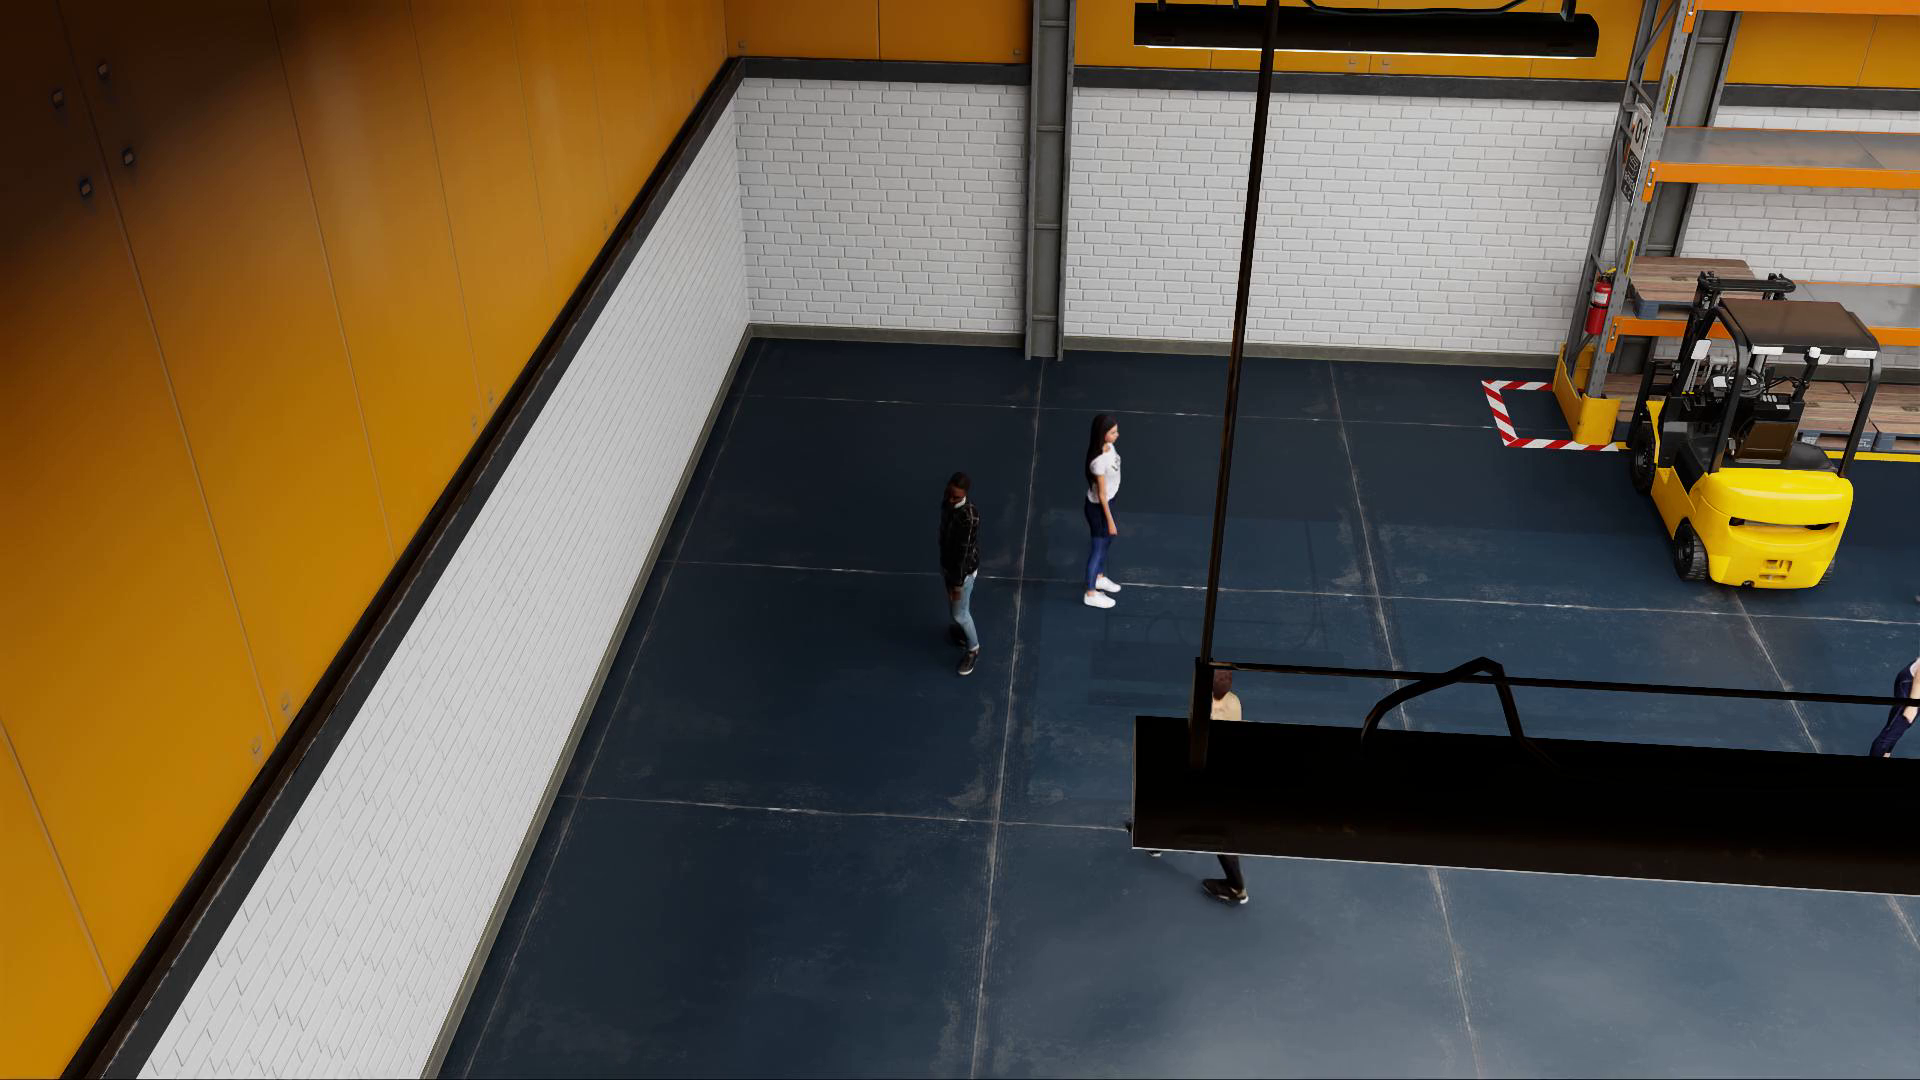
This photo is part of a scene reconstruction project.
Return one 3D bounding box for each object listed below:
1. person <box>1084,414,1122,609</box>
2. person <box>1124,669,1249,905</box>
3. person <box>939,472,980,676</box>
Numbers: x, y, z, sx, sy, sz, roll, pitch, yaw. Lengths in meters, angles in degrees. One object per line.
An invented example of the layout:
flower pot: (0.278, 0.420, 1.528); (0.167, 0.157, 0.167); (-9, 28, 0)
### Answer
person: (1.085, -0.242, 13.437); (0.584, 1.769, 0.648); (6, 34, 9)
person: (1.665, 1.600, 10.635); (1.300, 1.805, 1.060); (20, 39, 27)
person: (0.004, 0.159, 12.810); (0.719, 1.796, 0.881); (-2, 34, -3)
